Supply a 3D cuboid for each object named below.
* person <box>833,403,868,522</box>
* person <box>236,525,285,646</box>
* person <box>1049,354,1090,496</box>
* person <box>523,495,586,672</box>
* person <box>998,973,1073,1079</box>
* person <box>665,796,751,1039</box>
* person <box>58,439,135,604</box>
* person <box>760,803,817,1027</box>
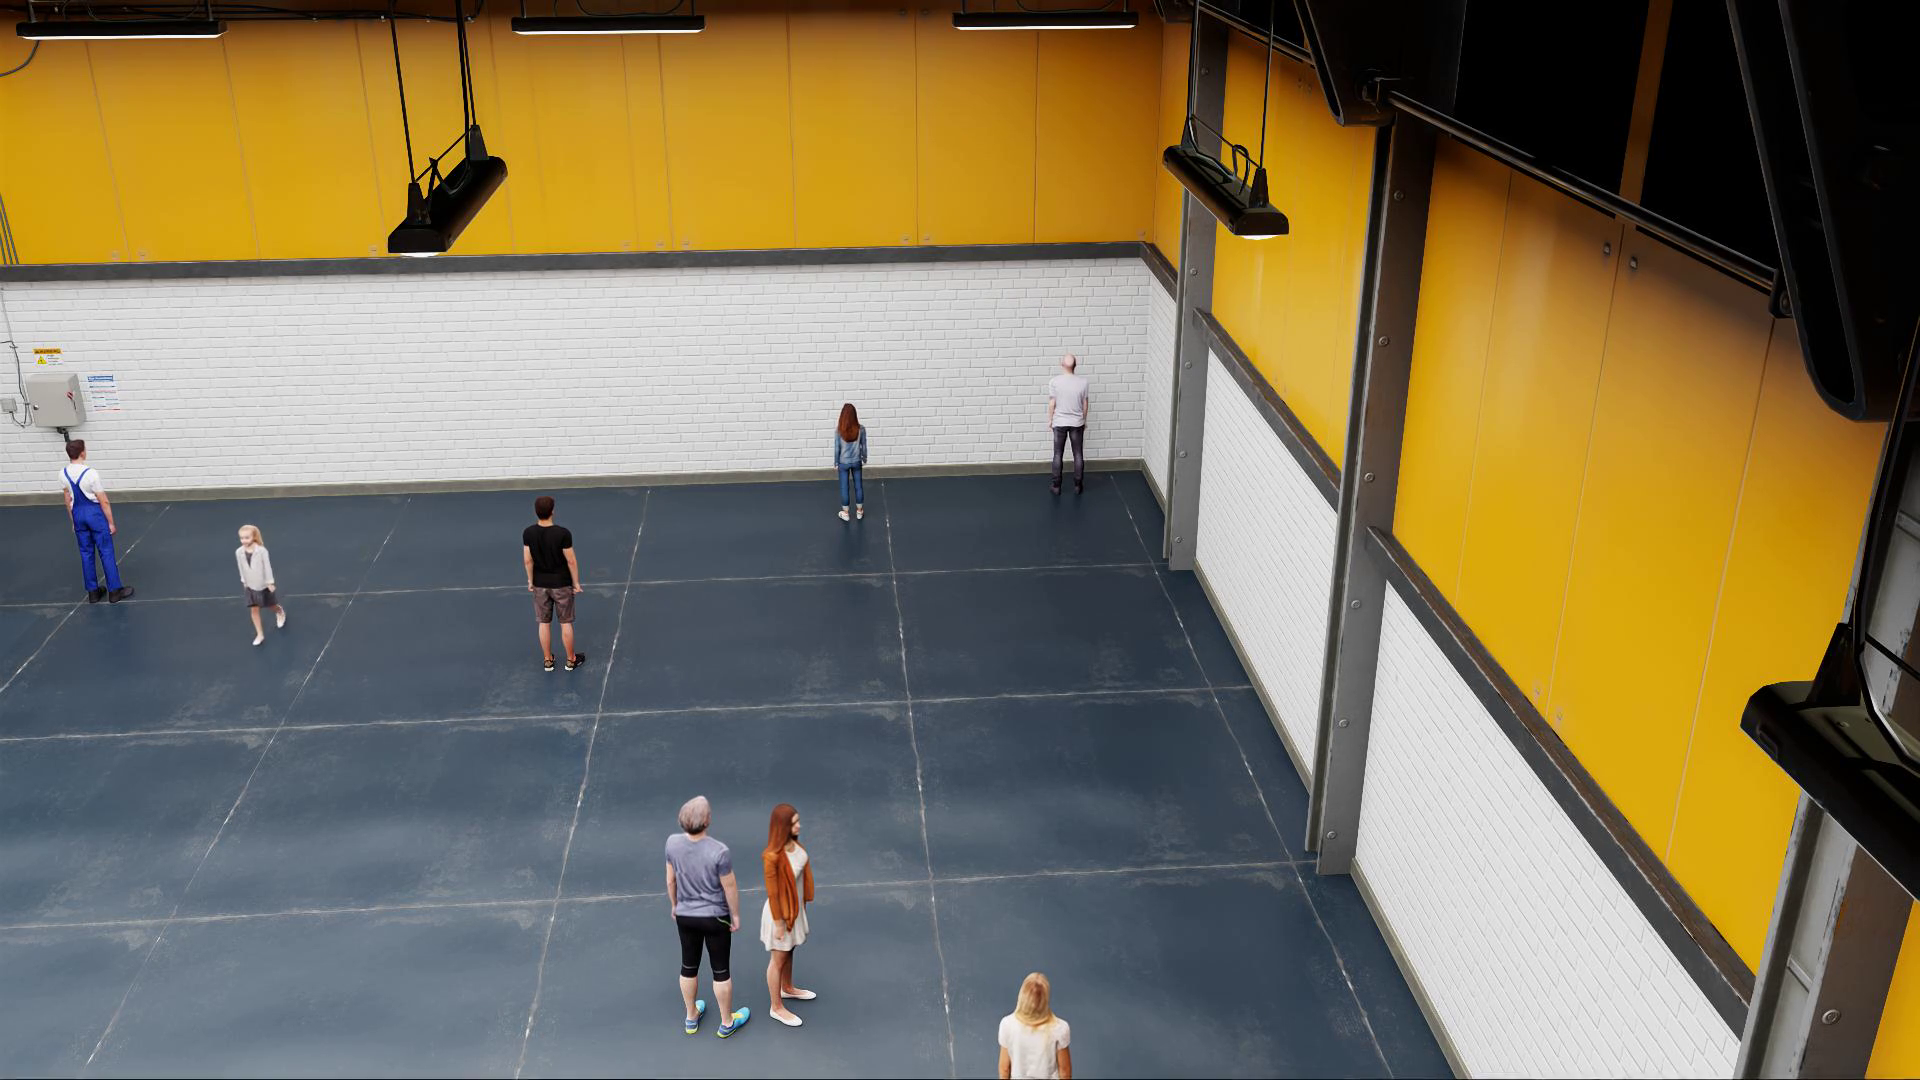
[{"bbox_3d":[-1.337,-0.956,20.222,0.613,1.476,0.559,-7,25,-15],"label":"person"},{"bbox_3d":[-7.288,0.427,17.331,0.547,1.258,0.822,0,24,0],"label":"person"},{"bbox_3d":[1.361,-1.463,20.936,0.653,1.832,0.579,-1,24,-3],"label":"person"},{"bbox_3d":[-4.077,0.426,16.579,0.709,1.861,0.599,1,24,2],"label":"person"},{"bbox_3d":[0.448,3.350,9.957,0.642,1.808,0.571,3,24,7],"label":"person"},{"bbox_3d":[-1.784,2.611,11.550,0.741,1.887,0.697,7,24,15],"label":"person"},{"bbox_3d":[-9.448,-0.212,18.054,0.663,1.849,0.611,2,24,4],"label":"person"},{"bbox_3d":[-1.246,2.608,11.762,0.743,1.722,0.621,7,24,15],"label":"person"}]
